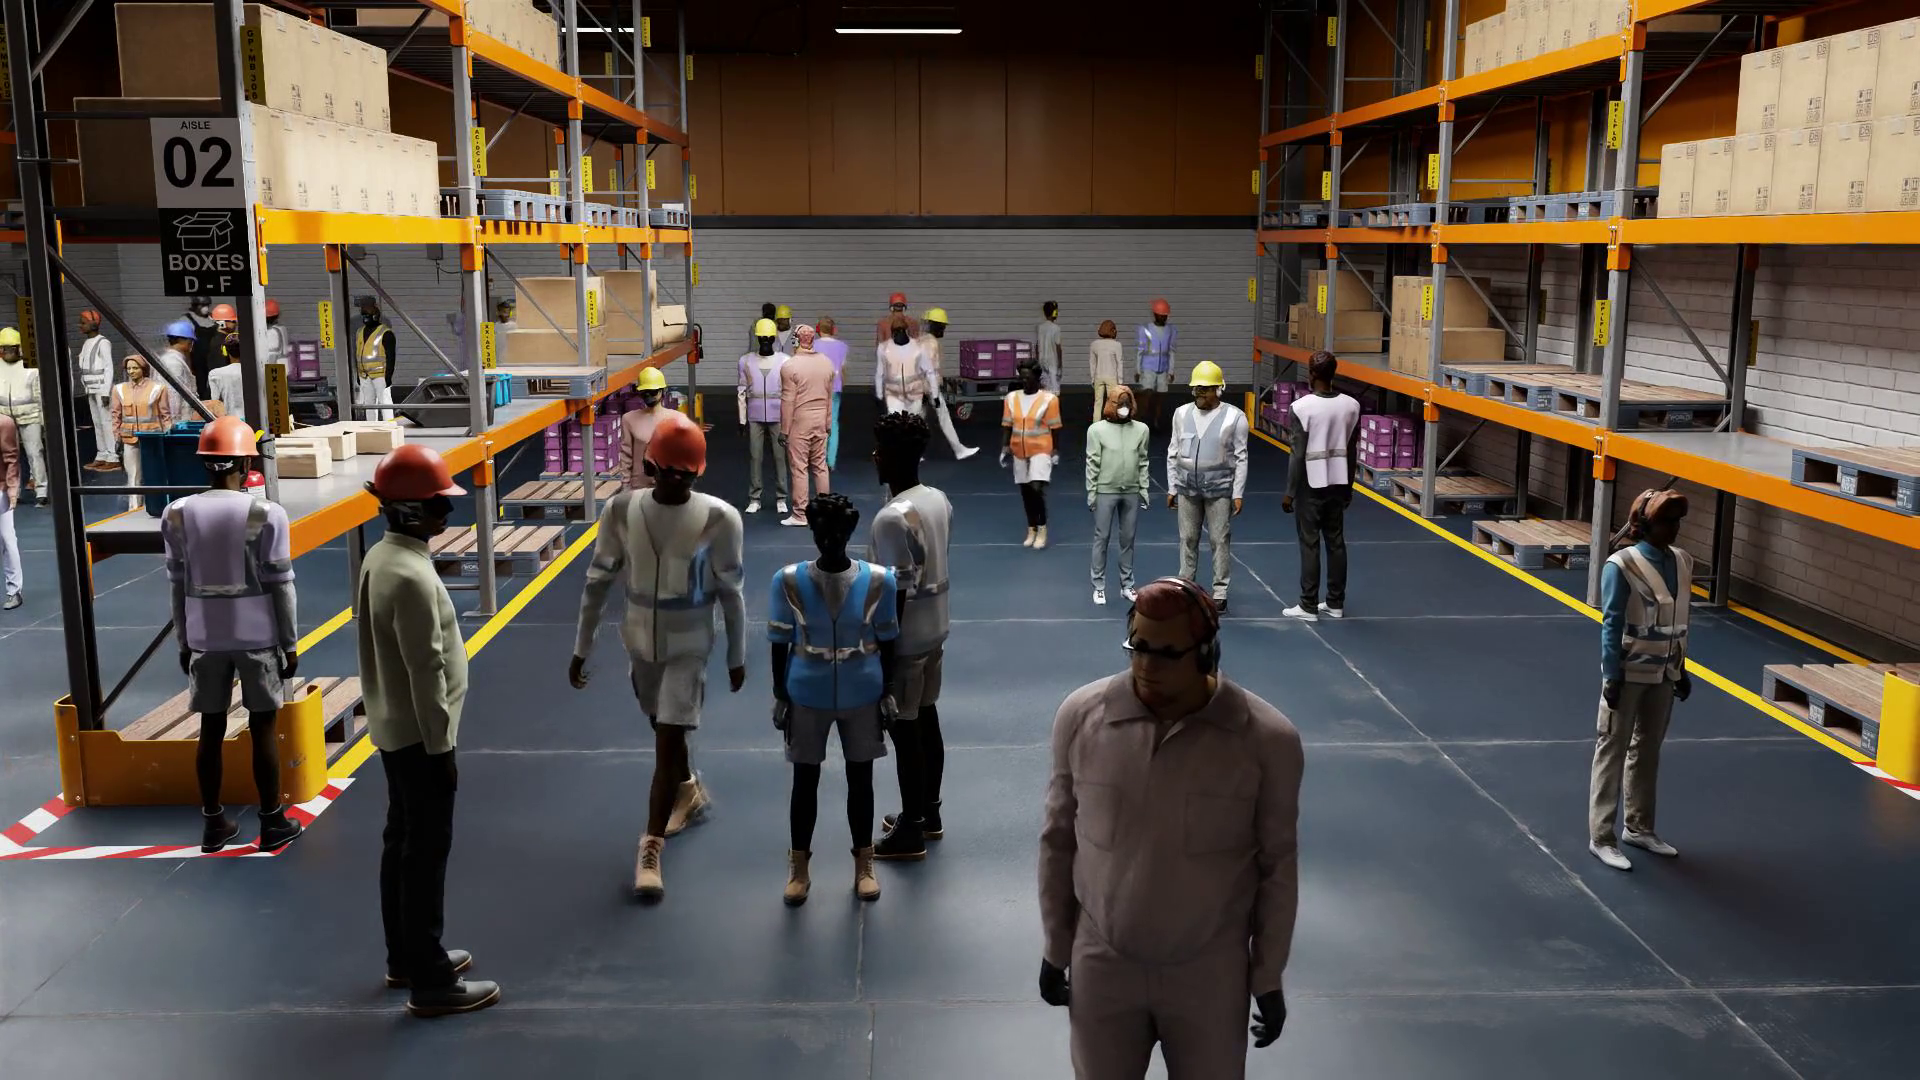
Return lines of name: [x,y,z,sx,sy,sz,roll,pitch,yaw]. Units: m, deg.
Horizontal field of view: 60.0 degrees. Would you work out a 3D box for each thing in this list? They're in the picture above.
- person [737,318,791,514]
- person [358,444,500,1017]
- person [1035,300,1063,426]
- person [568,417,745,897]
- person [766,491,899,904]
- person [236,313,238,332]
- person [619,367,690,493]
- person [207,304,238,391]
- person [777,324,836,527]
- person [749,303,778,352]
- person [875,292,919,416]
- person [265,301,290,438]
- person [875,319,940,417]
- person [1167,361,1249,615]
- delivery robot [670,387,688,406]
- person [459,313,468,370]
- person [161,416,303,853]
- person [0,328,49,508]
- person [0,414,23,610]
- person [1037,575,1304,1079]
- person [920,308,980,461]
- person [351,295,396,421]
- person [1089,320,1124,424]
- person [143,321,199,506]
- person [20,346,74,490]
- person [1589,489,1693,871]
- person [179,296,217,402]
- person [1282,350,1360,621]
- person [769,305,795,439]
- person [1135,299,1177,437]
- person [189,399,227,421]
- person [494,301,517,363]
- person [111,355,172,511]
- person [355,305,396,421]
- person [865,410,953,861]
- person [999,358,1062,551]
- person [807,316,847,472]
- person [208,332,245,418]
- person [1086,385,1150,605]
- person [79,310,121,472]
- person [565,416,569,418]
person: [-1.907,-1.220,16.452,0.588,1.930,0.364,0,10,0]
person: [-1.881,0.656,5.819,0.386,1.992,0.625,-6,12,-31]
person: [1.245,-2.504,23.848,0.624,1.853,0.513,-9,14,-42]
person: [-1.265,0.439,7.120,0.719,1.973,1.054,2,10,11]
person: [-0.510,0.639,6.745,0.539,1.695,0.319,-1,10,-6]
person: [-11.465,-3.071,26.891,0.576,1.885,0.355,8,13,39]
person: [-2.255,-0.396,12.321,0.534,1.767,0.314,0,10,0]
person: [-8.109,-1.609,18.439,0.390,1.992,0.624,-5,11,-26]
person: [-1.474,-1.079,15.730,0.409,1.907,0.651,9,14,41]
person: [-2.812,-2.646,24.833,0.706,1.789,0.971,-6,12,-32]
person: [-0.870,-2.473,23.306,0.656,1.973,0.499,-2,10,-9]
person: [-9.117,-2.225,22.147,0.387,1.906,0.602,-2,10,-13]
person: [-0.613,-1.676,19.396,0.745,1.782,0.962,0,10,-2]
person: [1.765,-0.373,12.003,0.600,1.831,0.404,5,11,27]
delivery robot: [-4.162,-1.987,24.297,0.477,0.478,0.707,-1,10,-7]
person: [-7.437,-2.827,25.537,0.640,1.881,0.860,7,12,34]
person: [-3.180,0.419,7.329,0.541,1.932,0.382,-1,10,-3]
person: [-9.485,-1.214,16.744,0.603,1.826,0.403,-2,10,-13]
person: [-7.126,-0.362,12.130,0.523,1.769,0.310,0,10,-2]
person: [0.487,1.022,4.045,0.636,1.903,0.405,3,11,17]
person: [-0.282,-1.876,20.281,0.983,1.863,0.602,-2,10,-11]
person: [-8.714,-2.664,24.597,0.659,1.904,0.902,1,10,7]
person: [1.985,-2.149,22.453,0.506,1.633,0.279,6,12,31]
person: [-7.872,-1.233,16.615,0.856,1.910,0.598,-6,12,-30]
person: [-9.939,-1.505,18.012,0.636,1.938,0.358,-2,10,-12]
person: [2.950,0.589,7.183,0.514,1.641,0.309,-6,12,-29]
person: [-10.462,-2.480,23.163,0.858,2.000,0.705,8,13,38]
person: [2.564,-0.380,11.803,0.598,1.917,0.375,-5,12,-28]
person: [-2.377,-2.266,22.557,0.599,1.827,0.404,1,10,4]
person: [2.705,-2.347,22.834,0.558,1.899,0.589,-3,11,-15]
person: [-5.019,-0.133,11.221,0.507,1.631,0.266,9,14,42]
person: [-6.523,-2.511,23.909,0.524,1.843,0.622,4,11,20]
person: [-7.637,-0.914,15.554,0.523,1.639,0.306,-2,10,-8]
person: [-7.803,-2.199,22.153,0.626,1.844,0.429,5,11,24]
person: [-0.239,0.414,7.248,0.367,1.966,0.603,3,11,19]
person: [0.590,-0.743,14.494,0.535,1.678,0.520,6,12,30]
person: [-1.606,-1.713,19.534,0.579,1.809,0.660,-5,12,-28]
person: [-6.537,-0.957,15.154,0.533,1.871,0.320,-5,11,-24]
person: [1.173,-0.336,12.354,0.507,1.632,0.276,-3,11,-18]
person: [-10.101,-1.741,19.487,0.572,1.883,0.354,9,14,41]
person: [-5.800,-2.586,24.212,0.702,1.891,0.630,0,10,-2]
